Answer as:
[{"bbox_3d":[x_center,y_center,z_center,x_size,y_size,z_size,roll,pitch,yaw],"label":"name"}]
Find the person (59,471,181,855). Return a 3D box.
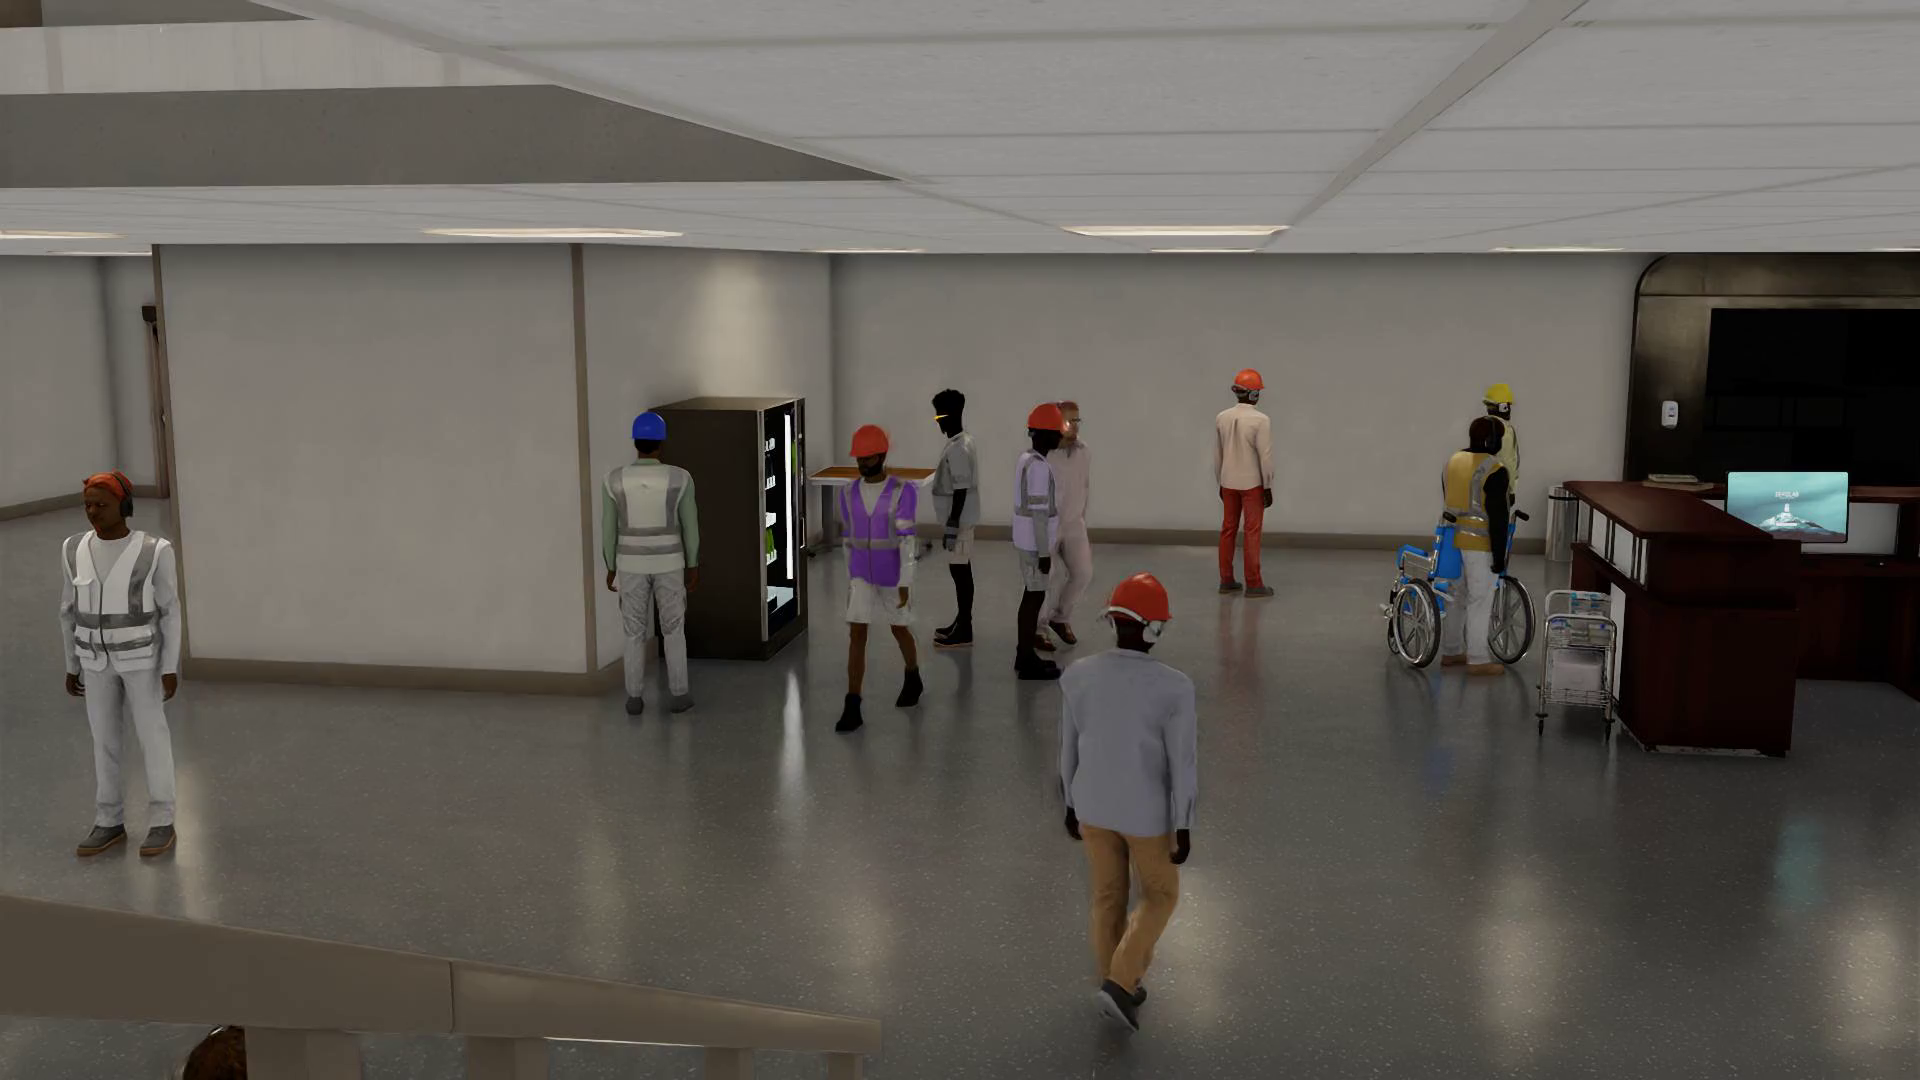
[{"bbox_3d":[-4.087,0.604,8.104,0.572,1.883,0.356,0,9,2],"label":"person"}]

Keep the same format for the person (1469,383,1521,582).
[{"bbox_3d":[4.859,-0.503,15.082,0.403,1.835,0.586,-3,10,-17],"label":"person"}]

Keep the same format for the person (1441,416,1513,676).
[{"bbox_3d":[3.657,0.039,11.758,0.429,1.835,0.628,-3,10,-20],"label":"person"}]

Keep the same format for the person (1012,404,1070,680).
[{"bbox_3d":[0.568,0.011,11.631,0.393,1.929,0.547,-1,9,-4],"label":"person"}]

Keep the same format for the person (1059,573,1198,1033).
[{"bbox_3d":[0.611,0.988,6.196,0.570,1.734,0.481,6,11,31],"label":"person"}]

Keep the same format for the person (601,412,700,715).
[{"bbox_3d":[-1.979,0.153,10.682,0.614,1.945,0.403,-1,9,-5],"label":"person"}]

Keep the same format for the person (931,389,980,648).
[{"bbox_3d":[-0.036,-0.164,12.601,0.376,1.959,0.600,1,9,5],"label":"person"}]

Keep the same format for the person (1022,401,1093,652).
[{"bbox_3d":[0.728,-0.099,12.434,0.637,1.893,0.470,-6,11,-31],"label":"person"}]

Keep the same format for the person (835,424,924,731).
[{"bbox_3d":[-0.508,0.201,10.559,0.544,1.900,0.974,3,10,18],"label":"person"}]

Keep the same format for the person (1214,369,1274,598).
[{"bbox_3d":[2.489,-0.493,14.522,0.376,1.995,0.608,-8,12,-42],"label":"person"}]
